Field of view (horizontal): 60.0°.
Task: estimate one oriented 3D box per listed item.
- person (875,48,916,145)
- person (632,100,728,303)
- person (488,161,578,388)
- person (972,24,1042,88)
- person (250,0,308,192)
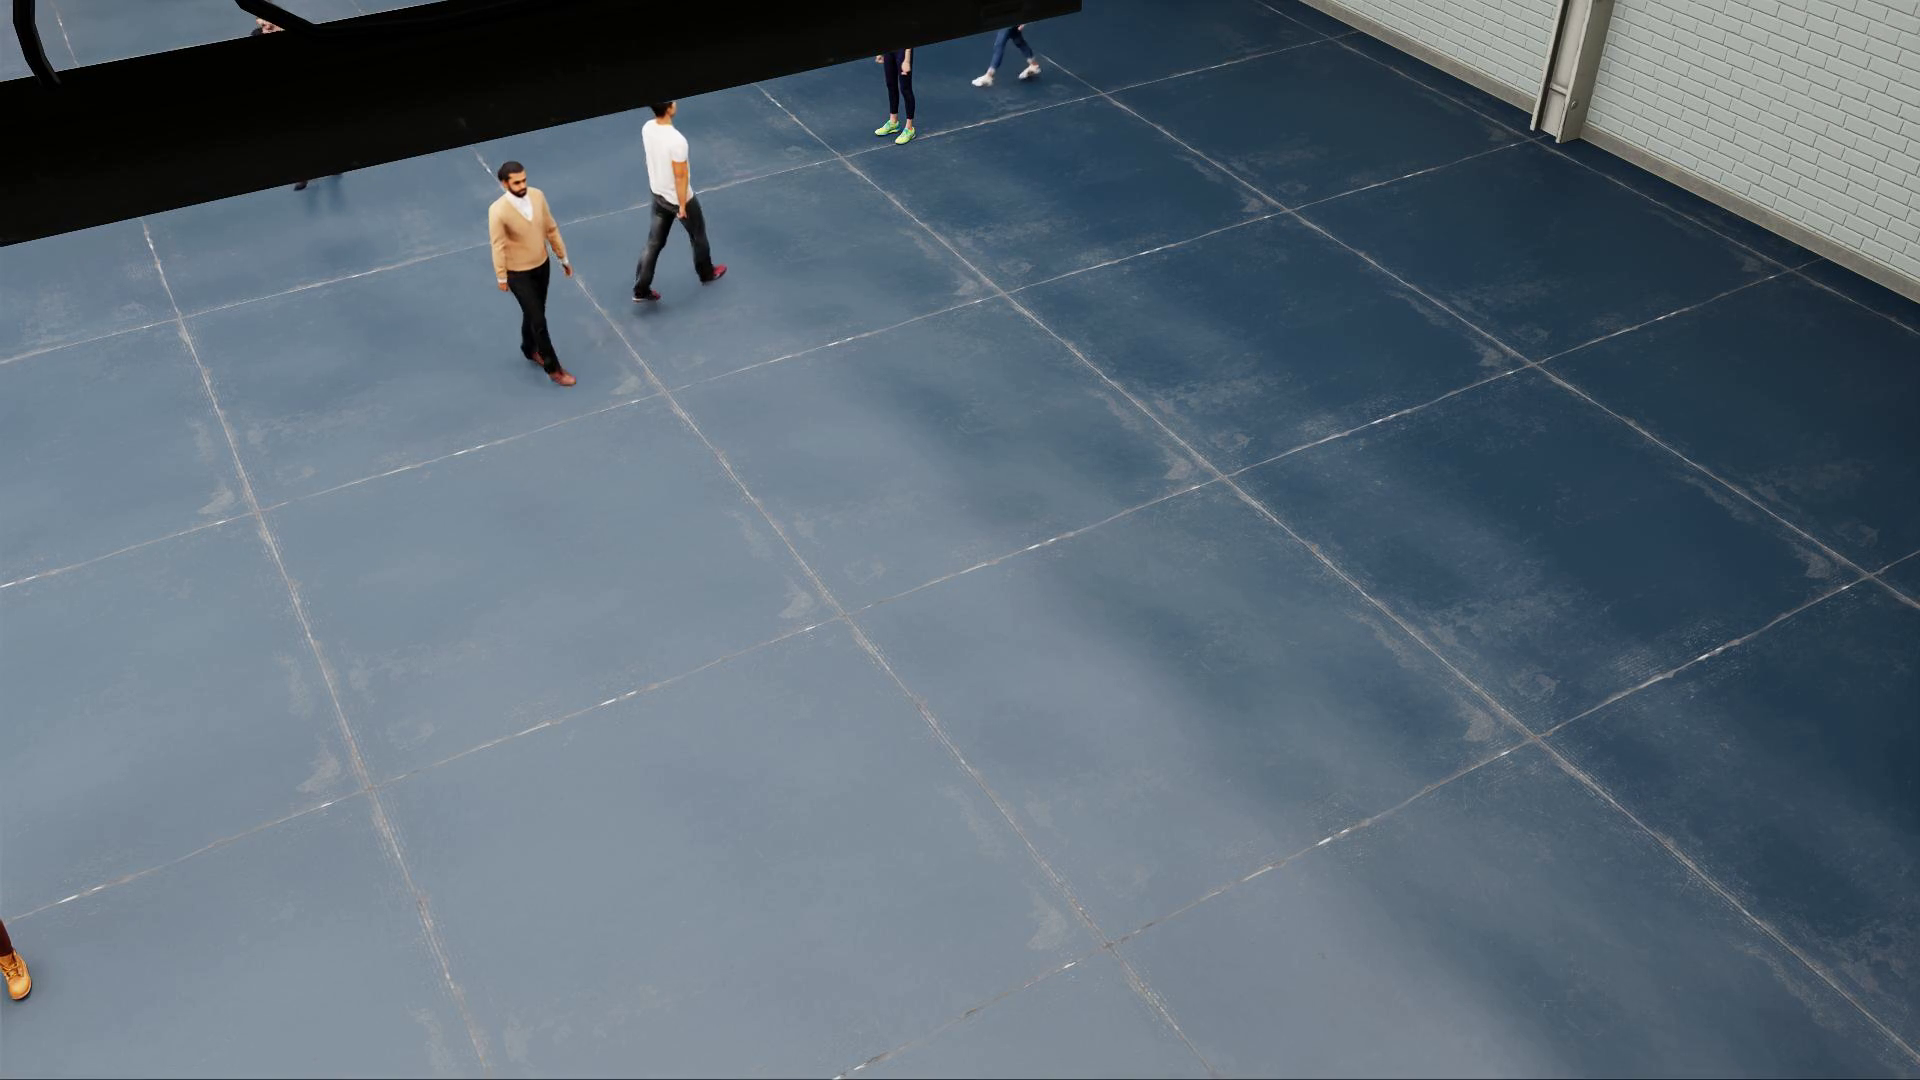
[{"bbox_3d":[-0.587,-4.618,15.705,0.707,1.702,0.552,-32,48,-34],"label":"person"},{"bbox_3d":[-2.369,-2.690,13.189,1.183,1.766,1.024,24,44,28],"label":"person"},{"bbox_3d":[-3.270,-2.033,12.383,1.052,1.725,0.896,22,43,25],"label":"person"},{"bbox_3d":[0.574,-5.310,16.800,0.787,1.443,0.996,-11,39,-13],"label":"person"},{"bbox_3d":[-5.969,-4.019,14.913,0.762,1.734,0.800,-16,41,-19],"label":"person"}]
